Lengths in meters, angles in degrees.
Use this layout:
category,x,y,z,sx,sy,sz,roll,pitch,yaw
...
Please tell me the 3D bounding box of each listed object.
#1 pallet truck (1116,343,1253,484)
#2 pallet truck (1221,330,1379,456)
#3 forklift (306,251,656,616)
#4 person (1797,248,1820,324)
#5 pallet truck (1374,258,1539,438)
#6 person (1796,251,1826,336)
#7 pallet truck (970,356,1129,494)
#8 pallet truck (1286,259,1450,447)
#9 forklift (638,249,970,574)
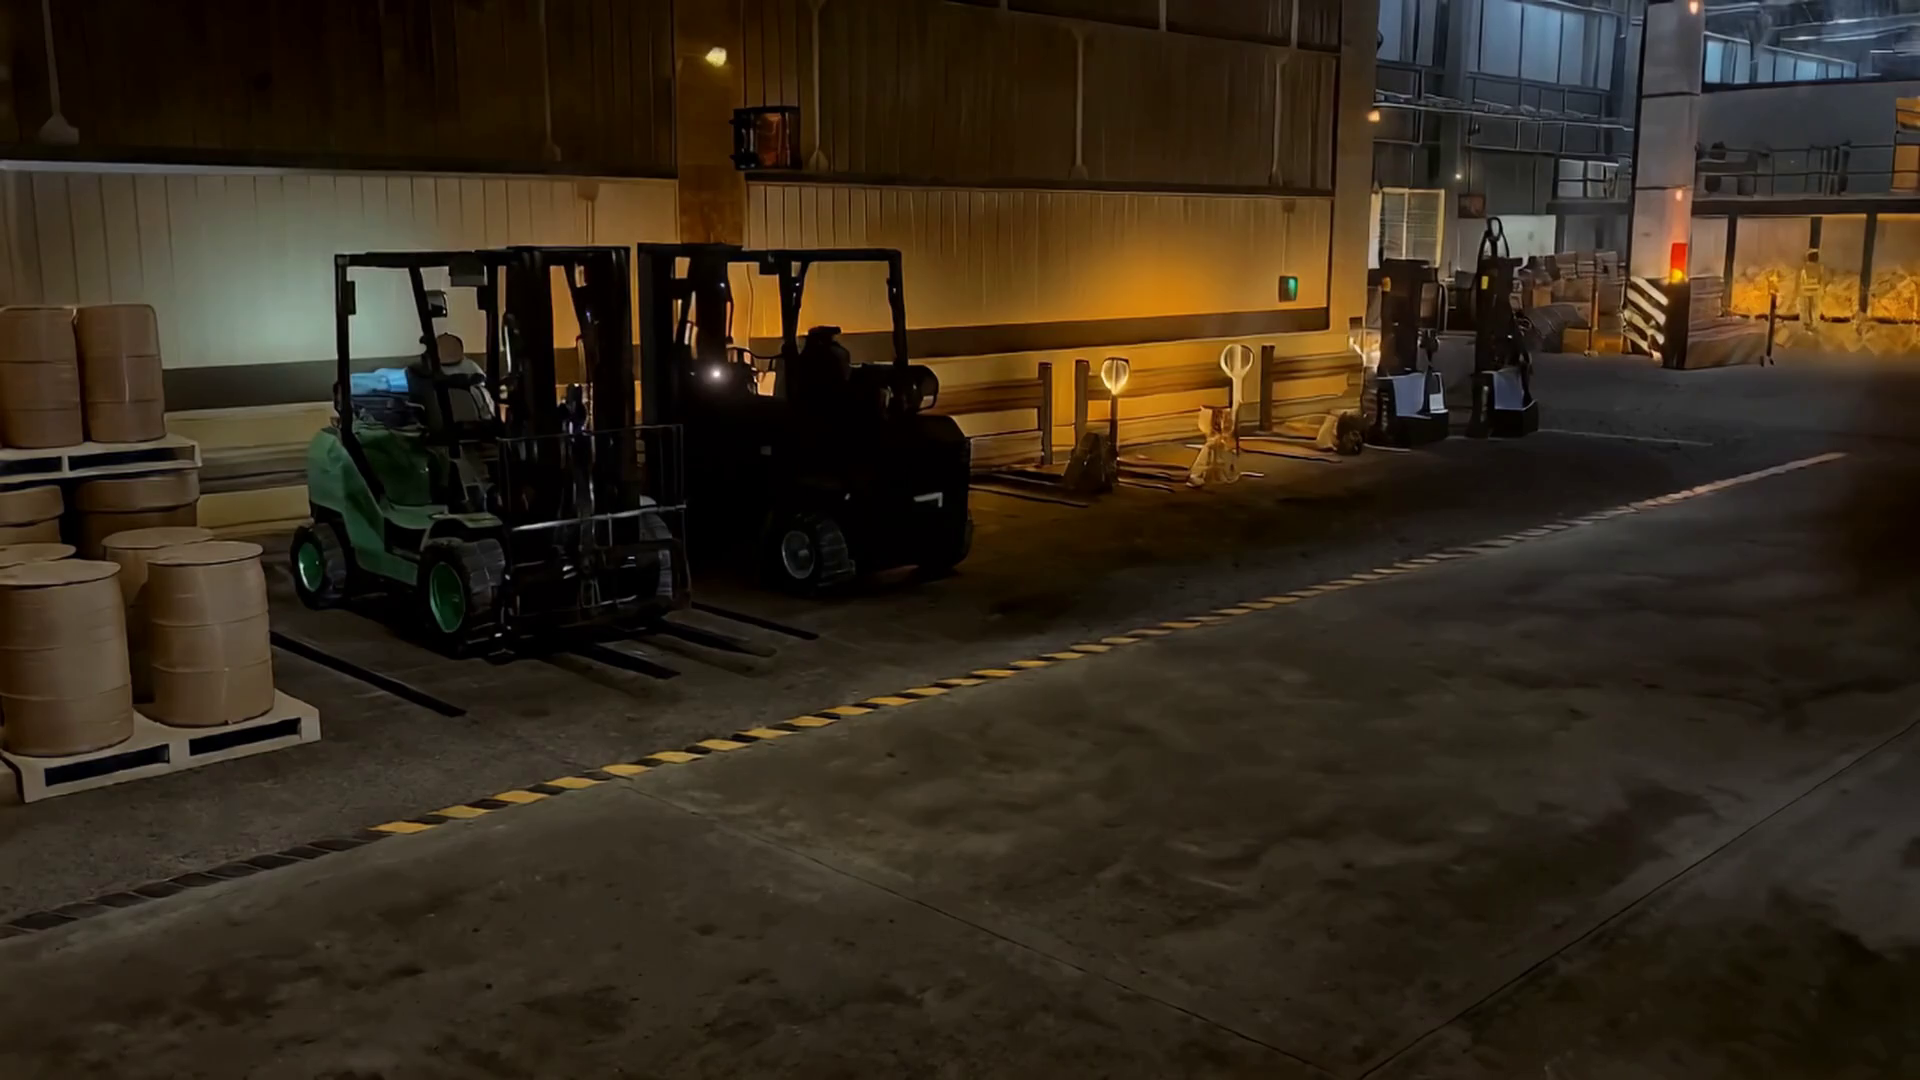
category,x,y,z,sx,sy,sz,roll,pitch,yaw
pallet truck,1.962,-1.215,15.415,1.522,1.261,0.704,10,14,43
pallet truck,3.563,-1.581,17.381,0.653,1.274,1.630,-10,14,-44
forklift,-2.833,-0.669,9.694,1.157,1.987,2.680,-10,14,-44
person,21.573,-6.459,42.277,0.384,1.925,0.593,3,11,13
pallet truck,5.704,-2.208,18.901,1.885,1.965,0.823,10,14,43
person,19.056,-5.521,37.283,0.575,1.882,0.361,2,11,12
pallet truck,0.784,-1.085,14.876,0.680,1.201,1.601,-10,14,-44
pallet truck,4.493,-2.078,18.196,0.823,1.965,1.885,-9,14,-40
forklift,-1.173,-0.958,11.239,2.680,1.987,1.157,10,14,43
